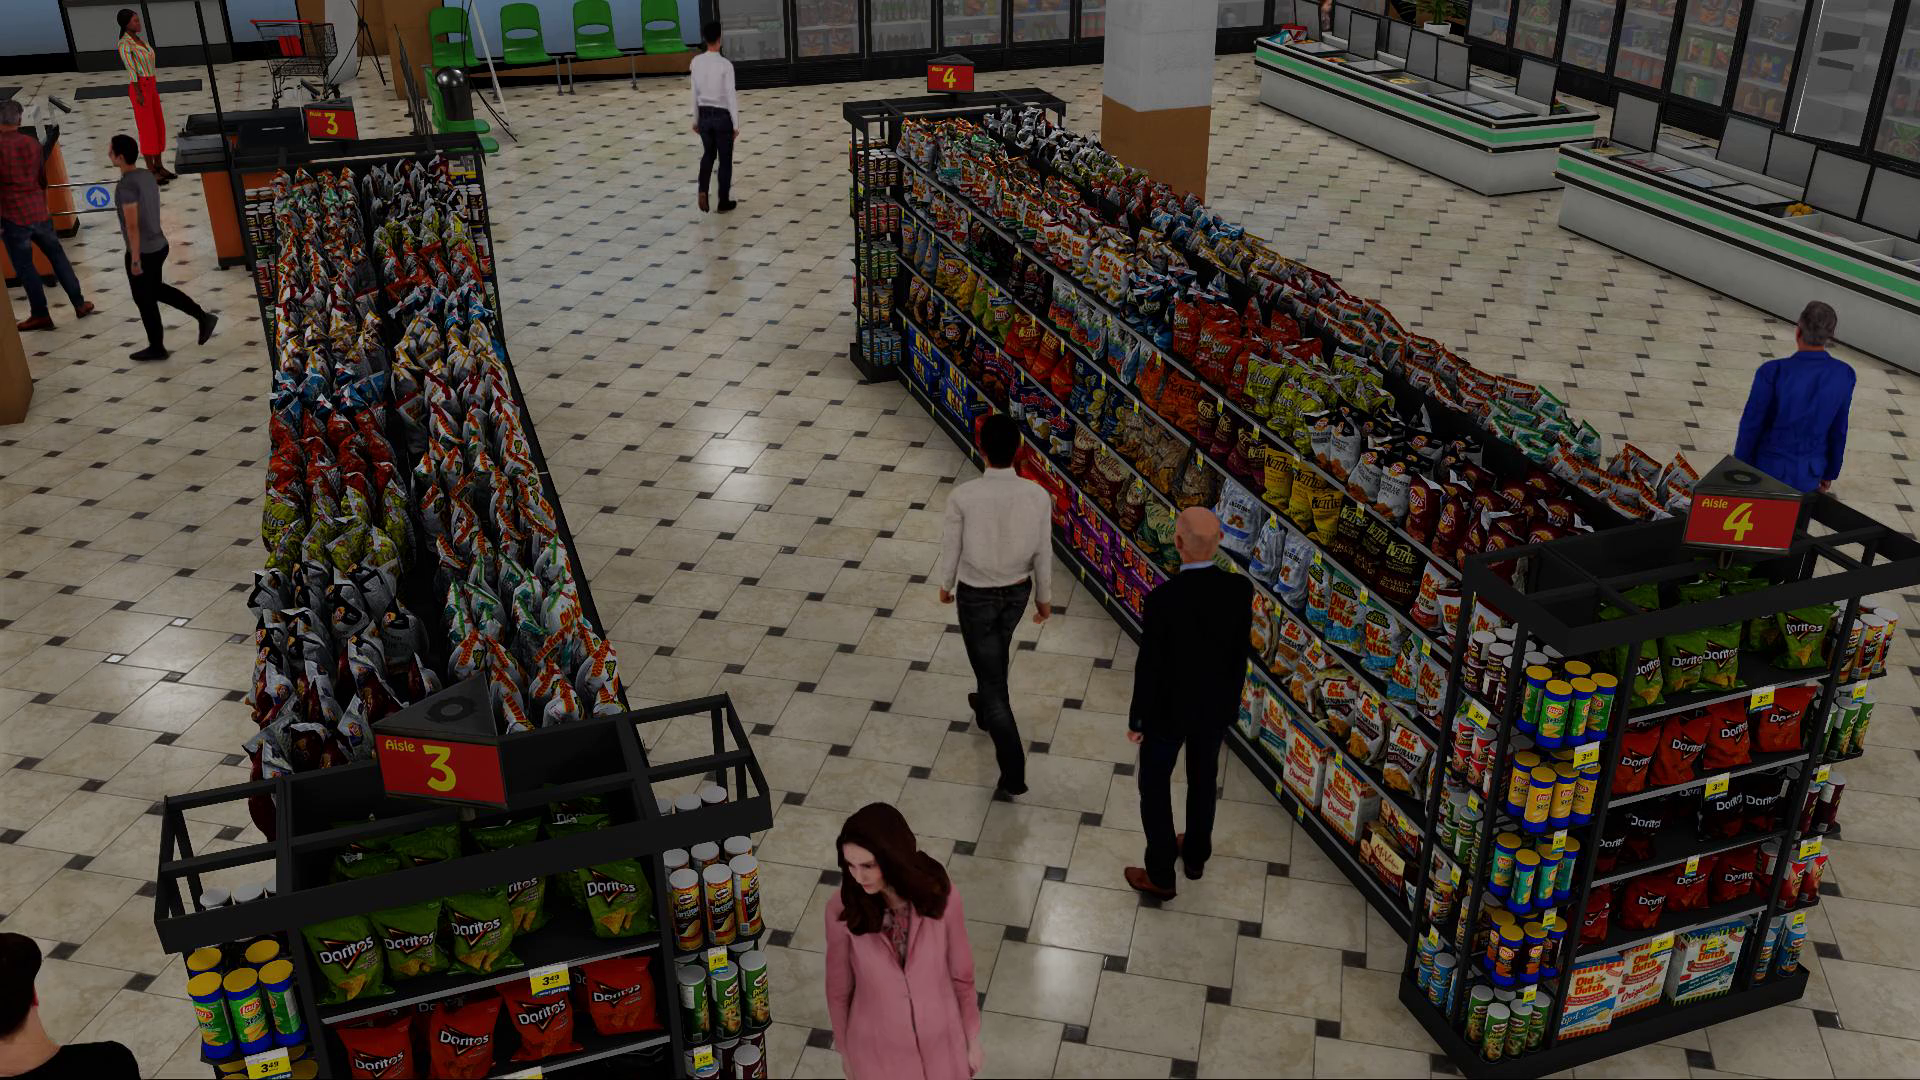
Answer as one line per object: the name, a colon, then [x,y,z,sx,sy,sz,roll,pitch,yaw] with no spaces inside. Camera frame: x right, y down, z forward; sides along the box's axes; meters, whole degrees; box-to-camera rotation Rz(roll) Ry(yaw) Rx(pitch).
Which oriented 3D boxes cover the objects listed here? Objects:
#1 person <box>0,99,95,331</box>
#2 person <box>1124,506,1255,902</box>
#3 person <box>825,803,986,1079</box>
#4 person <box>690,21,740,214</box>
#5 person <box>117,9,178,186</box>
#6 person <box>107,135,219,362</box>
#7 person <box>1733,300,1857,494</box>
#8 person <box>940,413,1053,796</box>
person: [-7.556,-2.603,13.387,0.949,1.807,0.860,3,27,6]
person: [0.960,0.695,6.891,0.697,1.800,0.646,-8,28,-16]
person: [-0.167,1.539,5.258,0.721,1.772,1.033,-8,28,-15]
person: [-2.438,-4.088,16.267,0.902,1.853,0.975,10,28,18]
person: [-8.541,-4.643,17.426,0.712,1.793,0.566,-1,27,-2]
person: [-6.138,-2.212,12.693,0.817,1.739,0.904,-3,27,-6]
person: [4.453,-0.335,8.921,1.004,1.803,1.144,3,27,6]
person: [0.175,0.335,7.638,0.706,1.768,1.206,-7,28,-13]
